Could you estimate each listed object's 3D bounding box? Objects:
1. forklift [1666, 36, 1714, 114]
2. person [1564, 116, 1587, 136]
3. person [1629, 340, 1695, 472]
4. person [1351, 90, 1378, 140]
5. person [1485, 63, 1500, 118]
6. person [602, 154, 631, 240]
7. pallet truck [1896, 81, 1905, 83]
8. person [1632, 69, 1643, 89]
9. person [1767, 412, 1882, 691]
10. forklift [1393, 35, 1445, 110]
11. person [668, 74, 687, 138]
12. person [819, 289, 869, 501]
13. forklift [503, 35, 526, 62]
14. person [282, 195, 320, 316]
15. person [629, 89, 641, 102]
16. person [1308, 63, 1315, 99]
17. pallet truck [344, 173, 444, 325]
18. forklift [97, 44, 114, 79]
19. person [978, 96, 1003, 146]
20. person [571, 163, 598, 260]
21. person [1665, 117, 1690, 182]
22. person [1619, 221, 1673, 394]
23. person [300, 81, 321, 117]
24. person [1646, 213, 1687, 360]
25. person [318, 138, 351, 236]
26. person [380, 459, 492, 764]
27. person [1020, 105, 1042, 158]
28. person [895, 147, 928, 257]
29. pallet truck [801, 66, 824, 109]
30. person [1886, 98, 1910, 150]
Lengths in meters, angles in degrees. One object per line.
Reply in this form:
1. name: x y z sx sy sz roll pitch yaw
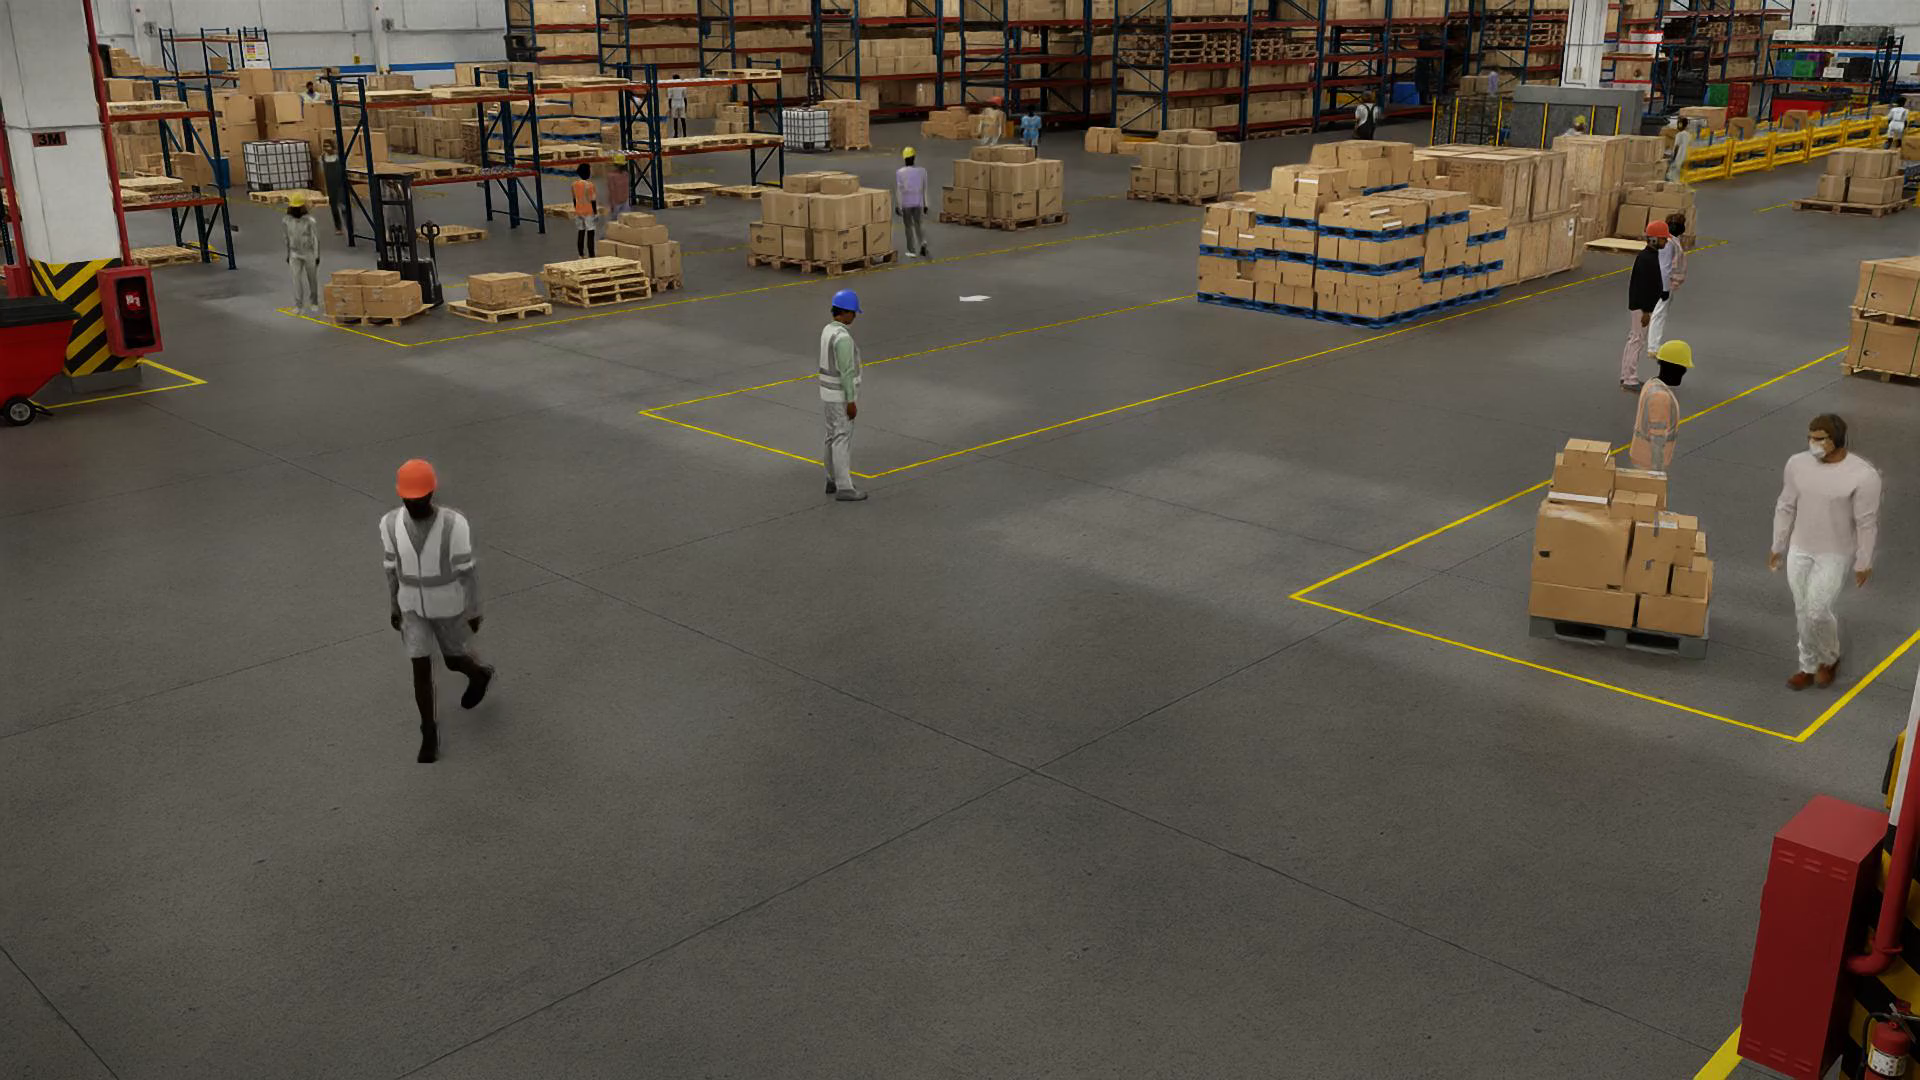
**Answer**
1. forklift: 27.341 -17.291 61.877 1.129 2.768 1.873 17 25 41
2. person: 13.949 -8.741 37.844 0.608 1.782 0.955 -13 22 -33
3. person: 5.520 -0.640 13.210 0.383 1.921 0.585 5 19 15
4. person: 10.450 -10.641 43.154 0.700 2.000 0.619 -8 20 -24
5. person: 19.399 -16.312 60.410 0.457 1.922 0.646 5 19 14
6. person: -6.168 -6.074 29.877 0.818 1.734 0.533 16 24 39
7. pallet truck: 34.802 -16.331 61.455 0.653 1.274 1.630 17 25 41
8. person: 25.488 -16.936 62.778 0.344 1.618 0.519 -8 20 -23
9. person: 5.675 0.089 11.018 0.439 1.909 0.641 -10 21 -29
10. forklift: 17.477 -17.688 63.072 1.873 2.768 1.129 7 20 21
11. person: -8.835 -13.564 52.075 0.603 1.967 0.366 -7 19 -19
12. person: -1.081 -1.328 15.258 0.411 1.937 0.604 -7 19 -19
13. forklift: -16.784 -17.651 62.961 1.873 2.768 1.129 6 19 17
14. person: -9.469 -4.086 23.925 0.505 1.699 0.866 -3 19 -8
15. person: -9.289 -12.021 47.511 0.729 1.920 0.566 15 23 38
16. person: 14.500 -18.972 68.455 0.651 1.911 0.409 -11 21 -29
17. pallet truck: -8.209 -4.181 23.757 0.823 1.965 1.885 3 19 9
18. forklift: -27.144 -14.333 52.966 1.873 2.768 1.129 -4 19 -12
19. person: 0.735 -10.484 42.936 0.716 1.892 0.366 3 19 8
20. person: -6.389 -5.570 28.413 0.537 1.695 0.320 13 22 34
21. person: 15.794 -8.346 36.534 0.544 1.853 0.446 -15 24 -38
22. person: 7.968 -2.709 19.328 0.396 1.992 0.623 6 19 16
23. person: -19.220 -12.650 49.432 0.598 1.905 0.446 -17 25 -42
24. person: 8.974 -3.224 21.119 0.429 1.844 0.626 7 20 21
25. person: -11.881 -6.706 31.623 0.554 1.830 0.409 0 18 -1
26. person: -3.225 0.353 10.273 0.566 1.906 0.847 0 18 0
27. person: 1.821 -10.386 42.968 0.556 1.664 0.798 2 19 7
28. person: -0.856 -5.886 29.033 0.582 1.909 0.437 -8 20 -24
29. pallet truck: -4.812 -15.182 56.903 0.823 1.965 1.885 -9 21 -26
30. person: 25.912 -11.372 45.952 0.858 1.642 0.549 -16 24 -40
